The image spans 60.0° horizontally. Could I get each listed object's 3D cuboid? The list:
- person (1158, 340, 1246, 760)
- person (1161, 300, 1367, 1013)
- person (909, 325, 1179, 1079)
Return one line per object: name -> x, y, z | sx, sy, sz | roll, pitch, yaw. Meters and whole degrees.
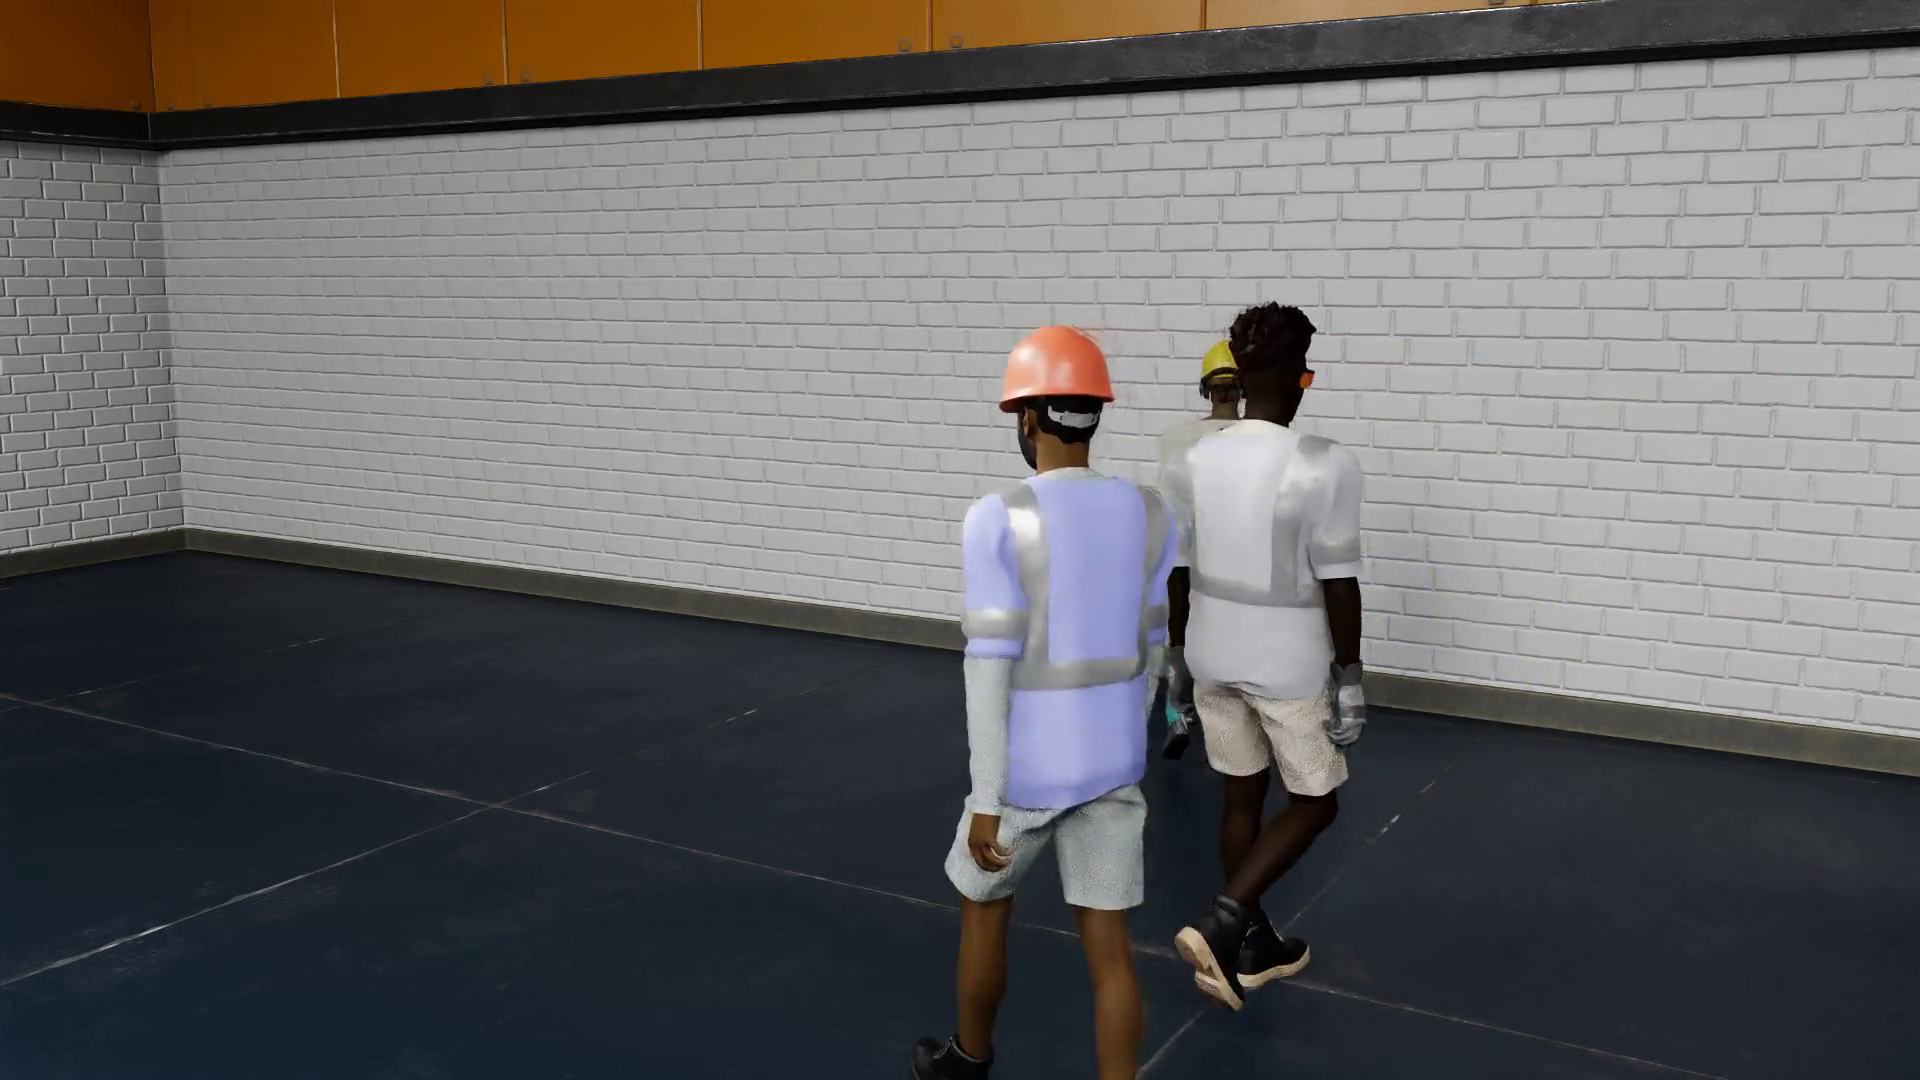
person -> 1.068, 0.072, 6.753 | 0.544, 1.759, 0.489 | 3, 10, 17
person -> 0.795, 0.331, 4.522 | 0.636, 1.953, 0.622 | -9, 13, -44
person -> 0.168, 0.474, 3.799 | 0.560, 1.899, 0.860 | -5, 10, -28
